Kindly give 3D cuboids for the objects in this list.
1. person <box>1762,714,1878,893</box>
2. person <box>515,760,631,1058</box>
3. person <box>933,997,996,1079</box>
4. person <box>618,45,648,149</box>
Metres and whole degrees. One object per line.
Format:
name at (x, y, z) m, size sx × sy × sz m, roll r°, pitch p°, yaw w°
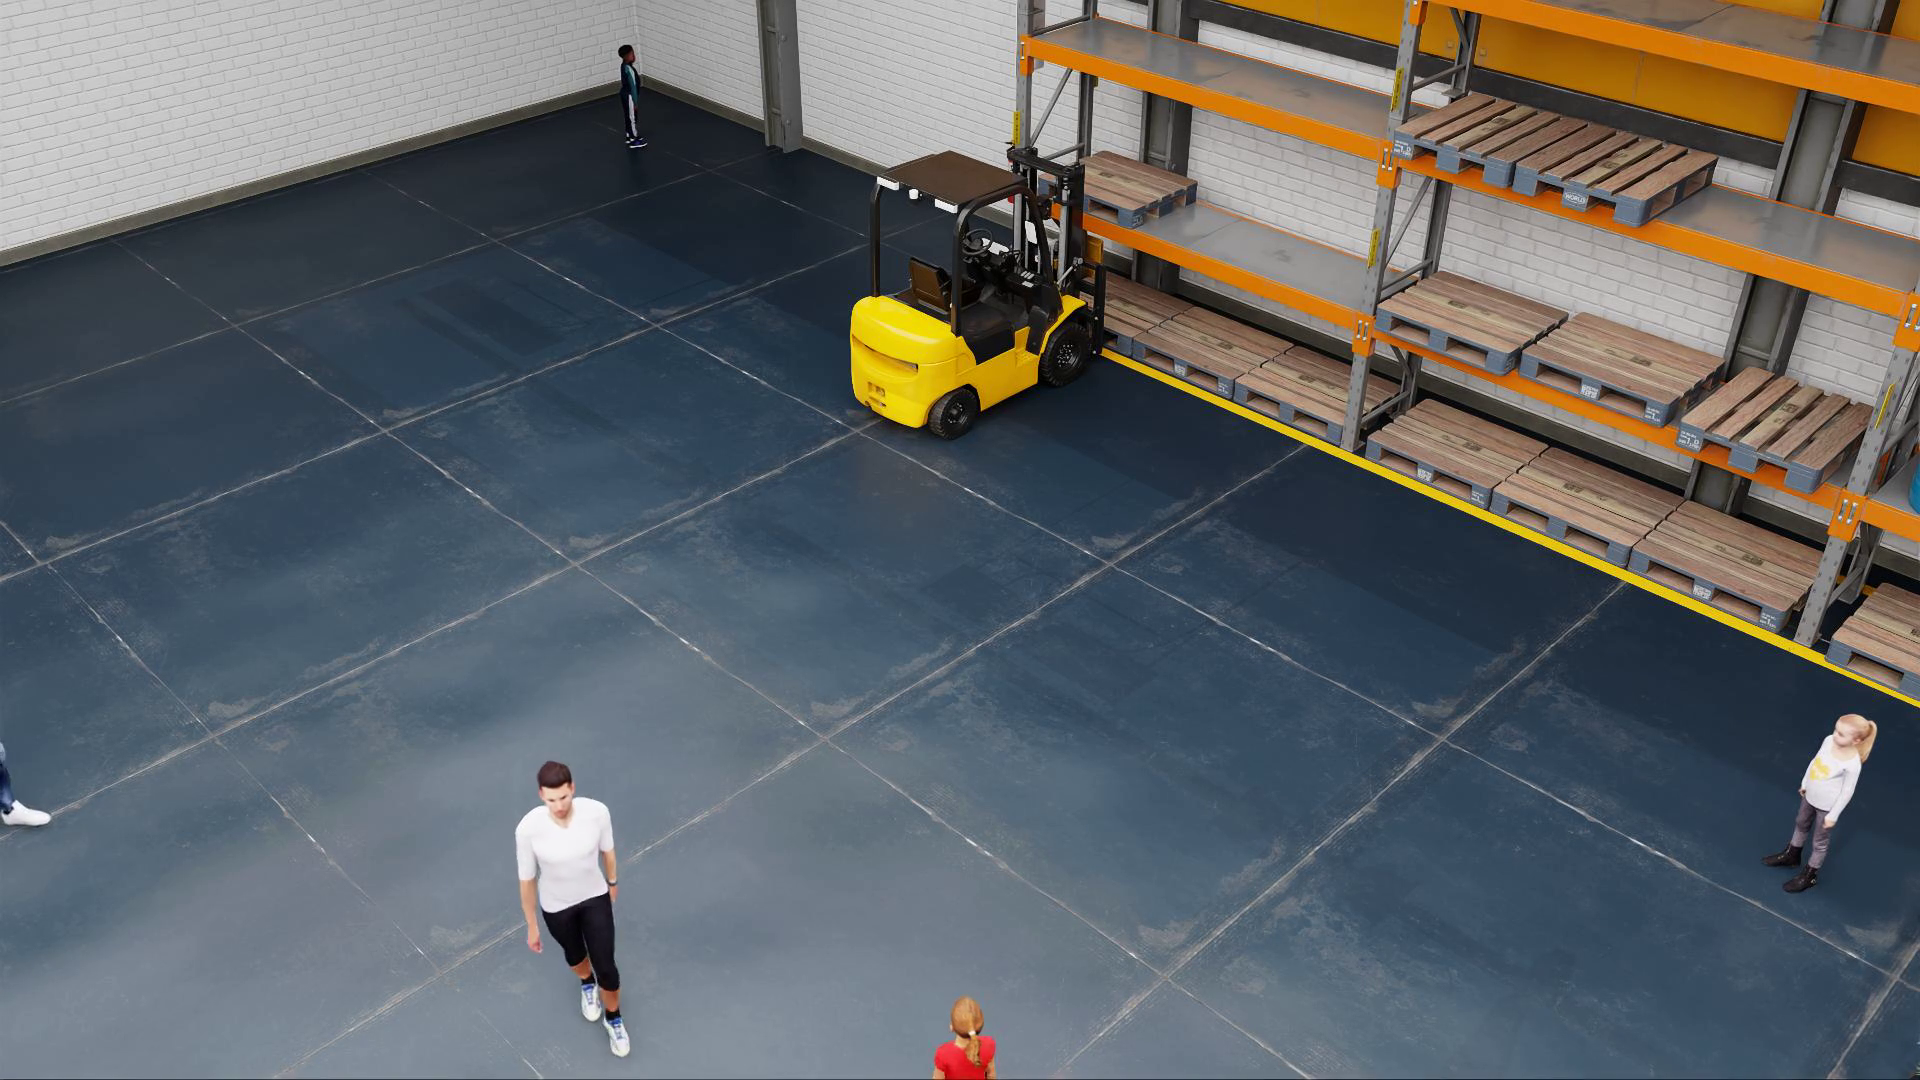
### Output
person at (5.195, 1.553, 9.986) m, size 0.640 × 1.279 × 0.570 m, roll -5°, pitch 34°, yaw -7°
person at (-2.101, 1.880, 8.994) m, size 0.908 × 1.833 × 1.013 m, roll -8°, pitch 34°, yaw -12°
person at (0.037, 2.787, 8.112) m, size 0.625 × 1.299 × 0.704 m, roll -11°, pitch 35°, yaw -16°
person at (-4.101, -5.528, 20.661) m, size 0.619 × 1.255 × 0.510 m, roll -13°, pitch 36°, yaw -18°
